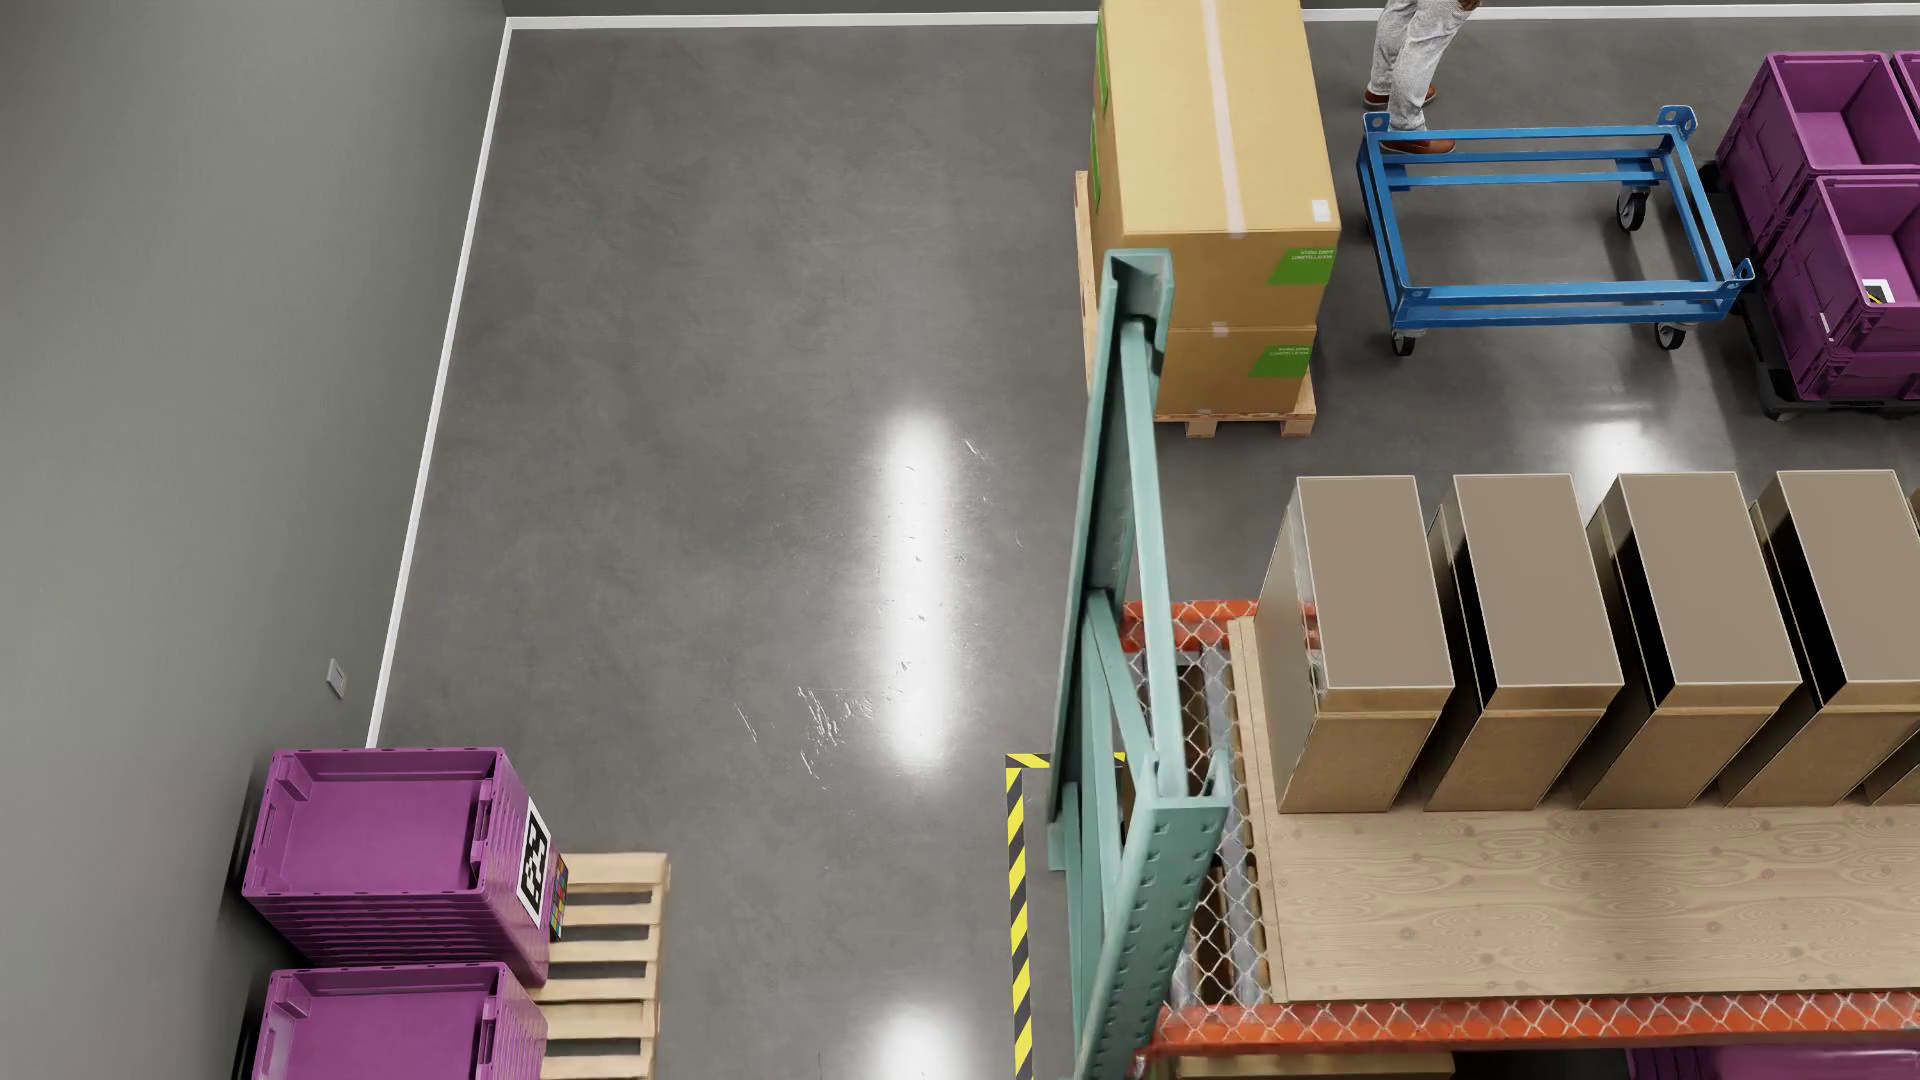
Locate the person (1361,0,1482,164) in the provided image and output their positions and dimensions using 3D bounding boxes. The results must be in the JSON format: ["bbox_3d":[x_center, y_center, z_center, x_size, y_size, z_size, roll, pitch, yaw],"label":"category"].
[{"bbox_3d":[1.819,-2.237,6.074,0.372,1.940,0.631,-3,58,-2],"label":"person"}]
